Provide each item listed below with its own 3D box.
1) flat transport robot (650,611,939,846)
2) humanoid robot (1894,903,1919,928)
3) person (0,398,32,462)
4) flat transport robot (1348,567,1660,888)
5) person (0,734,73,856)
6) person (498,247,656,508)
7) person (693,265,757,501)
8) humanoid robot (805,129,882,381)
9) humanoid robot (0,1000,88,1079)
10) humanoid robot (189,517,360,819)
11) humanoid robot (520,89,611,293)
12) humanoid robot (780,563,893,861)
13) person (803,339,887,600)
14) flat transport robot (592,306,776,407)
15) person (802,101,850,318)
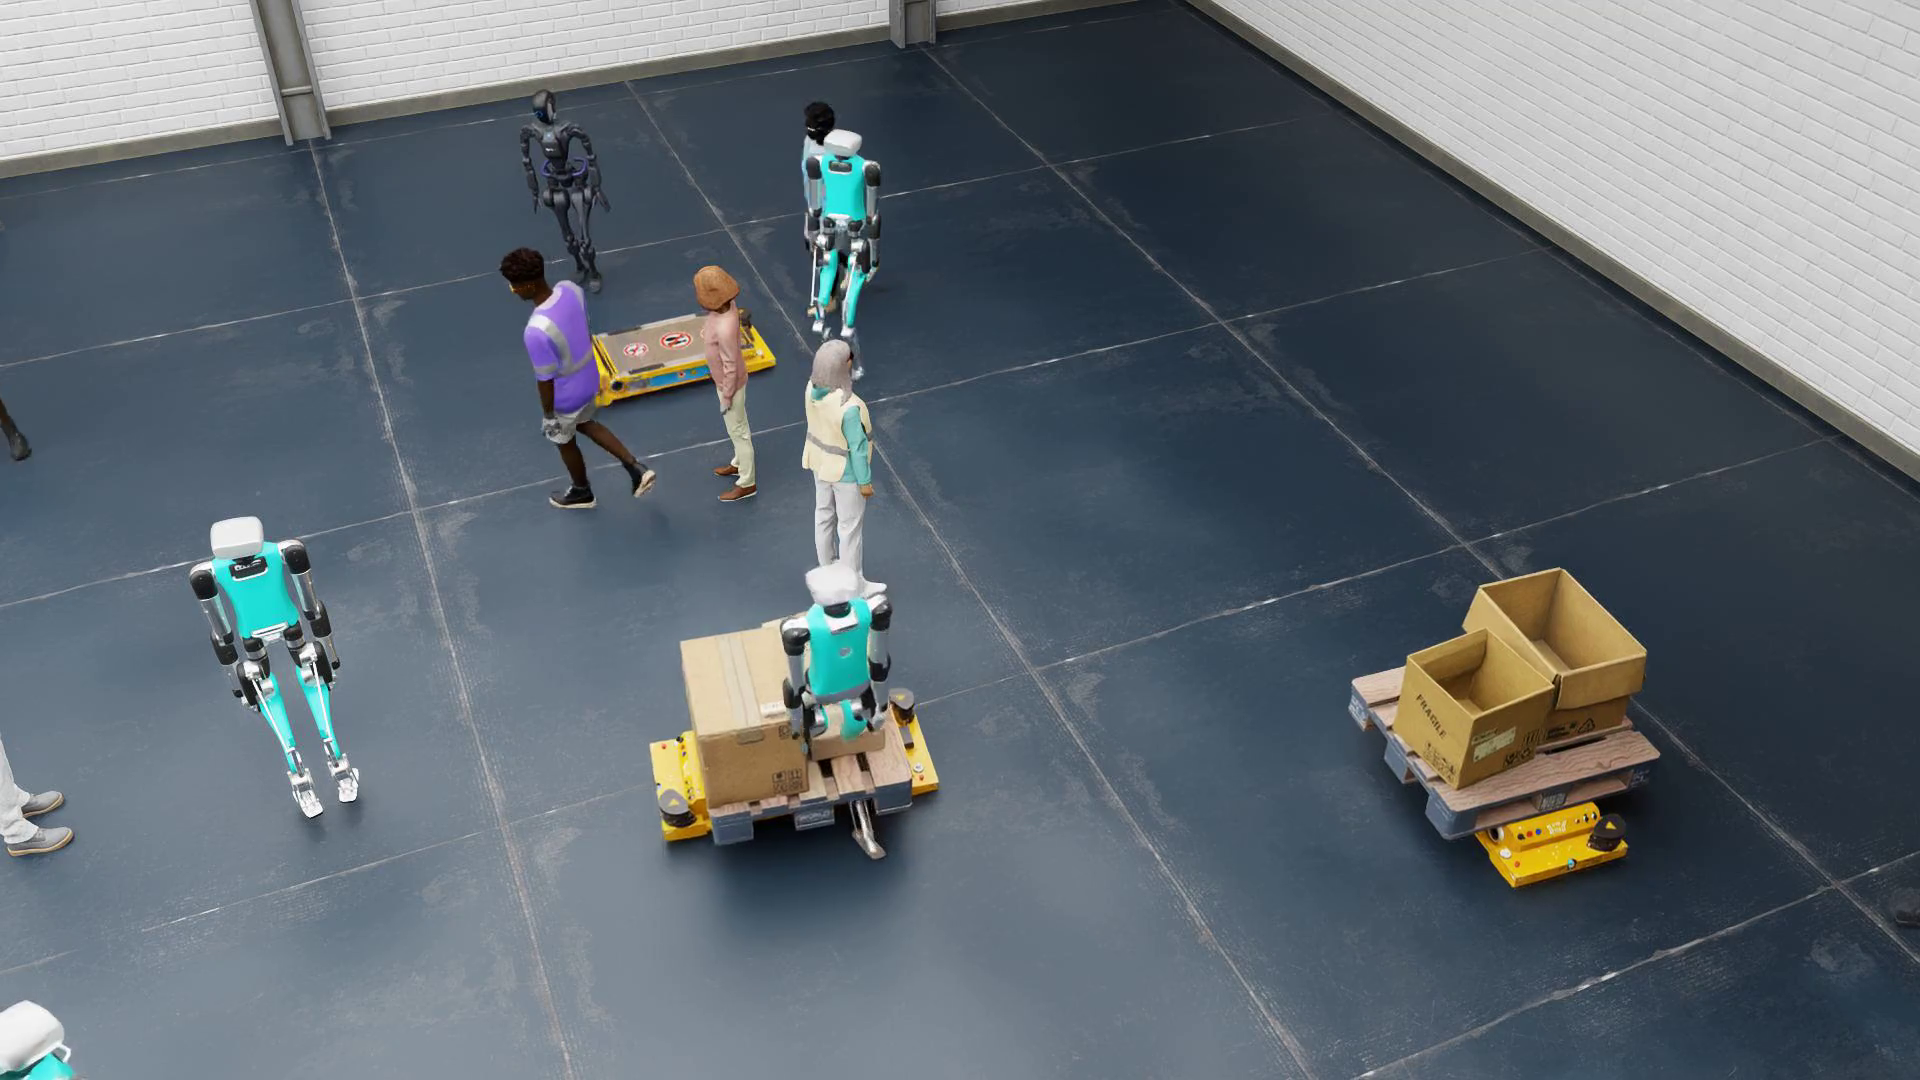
[{"bbox_3d":[-0.883,1.164,8.758,1.431,0.231,0.659,-9,38,-11],"label":"flat transport robot"},{"bbox_3d":[4.672,1.261,7.482,0.362,1.646,0.611,3,38,4],"label":"humanoid robot"},{"bbox_3d":[-6.574,-1.348,10.712,0.694,1.887,0.416,18,41,22],"label":"person"},{"bbox_3d":[2.805,1.176,8.743,0.659,0.231,1.431,-12,39,-15],"label":"flat transport robot"},{"bbox_3d":[-4.765,0.746,7.978,0.356,1.884,0.573,-20,42,-24],"label":"person"},{"bbox_3d":[-2.321,-0.933,10.125,0.632,1.928,0.674,8,38,10],"label":"person"},{"bbox_3d":[-1.468,-0.991,10.441,0.279,1.633,0.498,-6,38,-8],"label":"person"},{"bbox_3d":[-0.851,-1.893,11.509,0.530,1.763,0.693,9,38,12],"label":"humanoid robot"},{"bbox_3d":[-3.051,2.146,6.165,0.534,1.678,0.734,17,41,20],"label":"humanoid robot"},{"bbox_3d":[-3.240,0.719,8.023,0.533,1.677,0.735,-17,41,-20],"label":"humanoid robot"},{"bbox_3d":[-2.971,-2.666,12.594,0.611,1.631,0.449,2,38,3],"label":"humanoid robot"},{"bbox_3d":[-0.666,0.733,8.112,0.540,1.748,0.969,-16,40,-20],"label":"humanoid robot"},{"bbox_3d":[-0.704,-0.388,9.594,0.366,1.711,0.465,-28,45,-31],"label":"person"},{"bbox_3d":[-2.115,-1.326,11.999,1.431,0.231,0.659,-15,40,-19],"label":"flat transport robot"},{"bbox_3d":[-0.955,-2.464,12.323,0.471,1.680,0.535,-20,42,-24],"label":"person"}]
